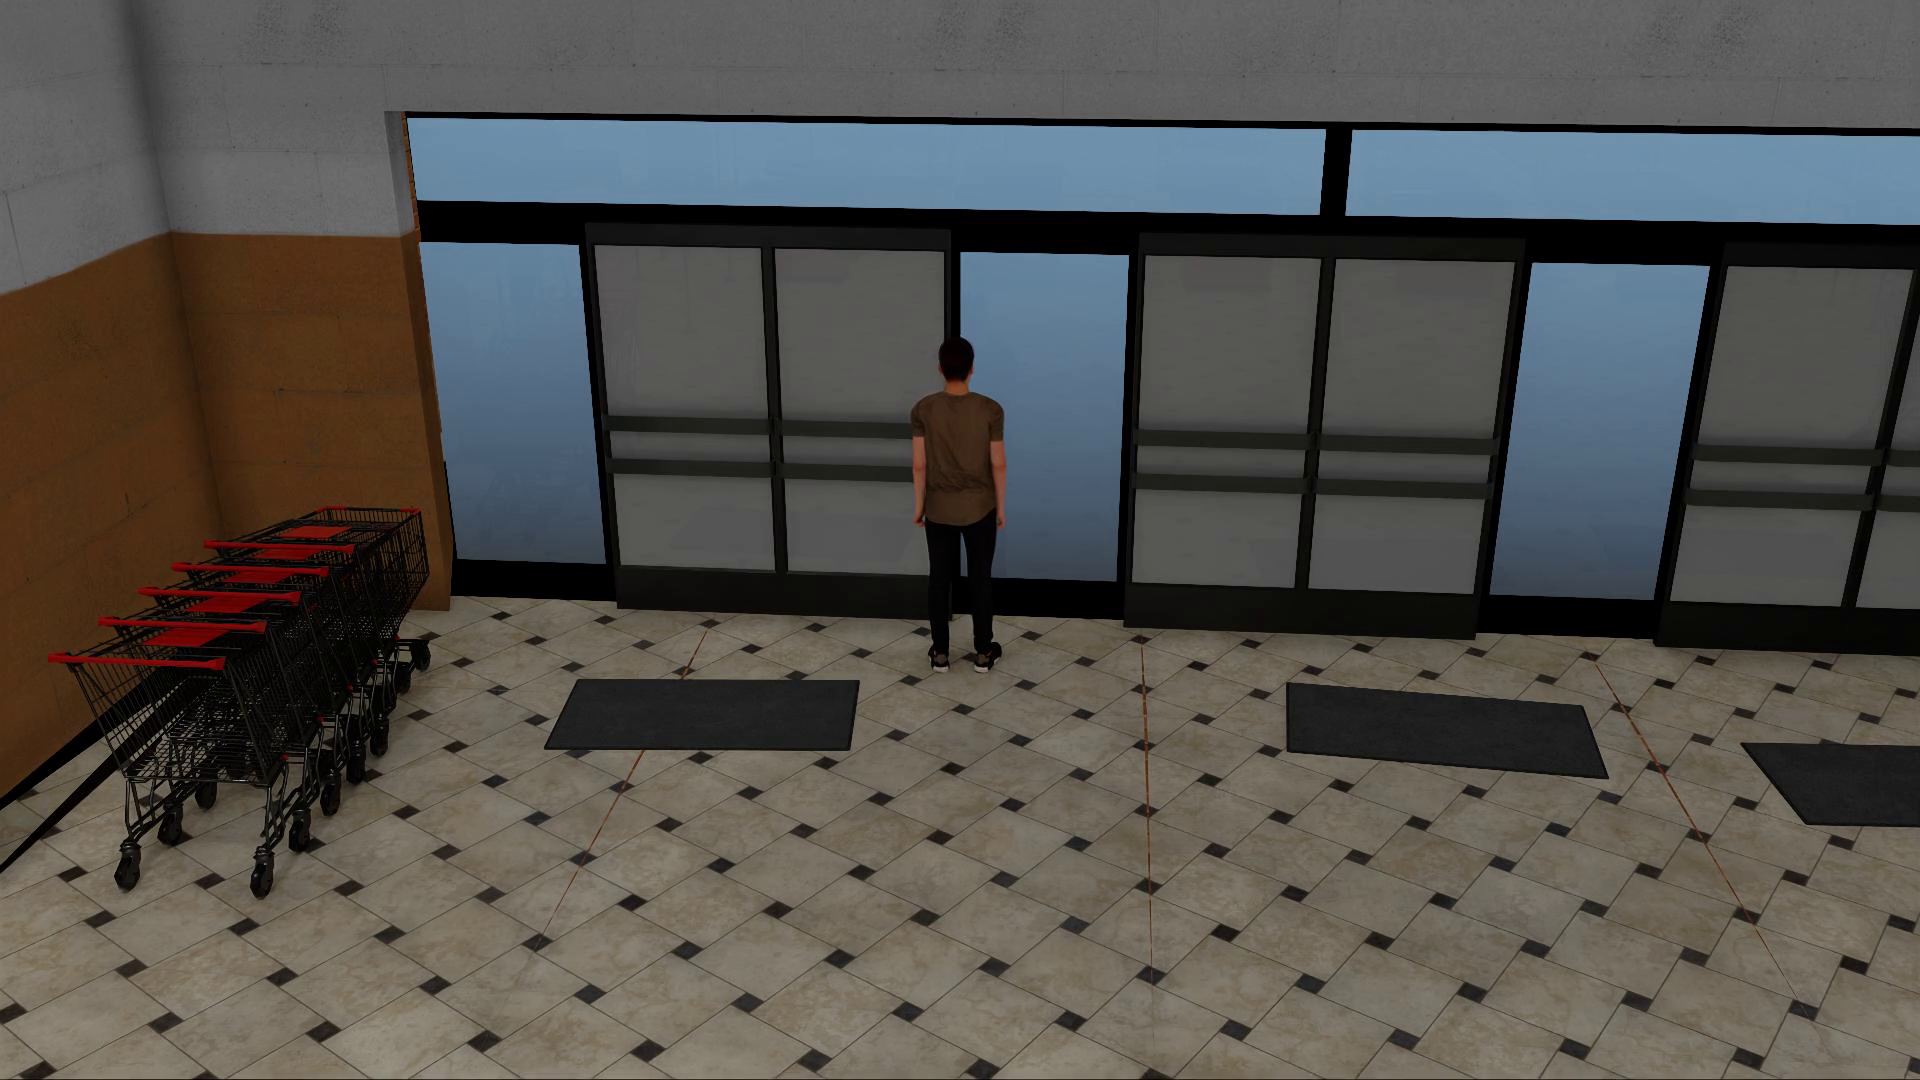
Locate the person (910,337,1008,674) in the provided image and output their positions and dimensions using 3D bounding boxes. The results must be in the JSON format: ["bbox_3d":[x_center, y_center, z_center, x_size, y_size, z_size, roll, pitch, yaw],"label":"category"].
[{"bbox_3d":[-0.005,-0.174,8.867,0.651,1.850,0.543,2,22,5],"label":"person"}]
